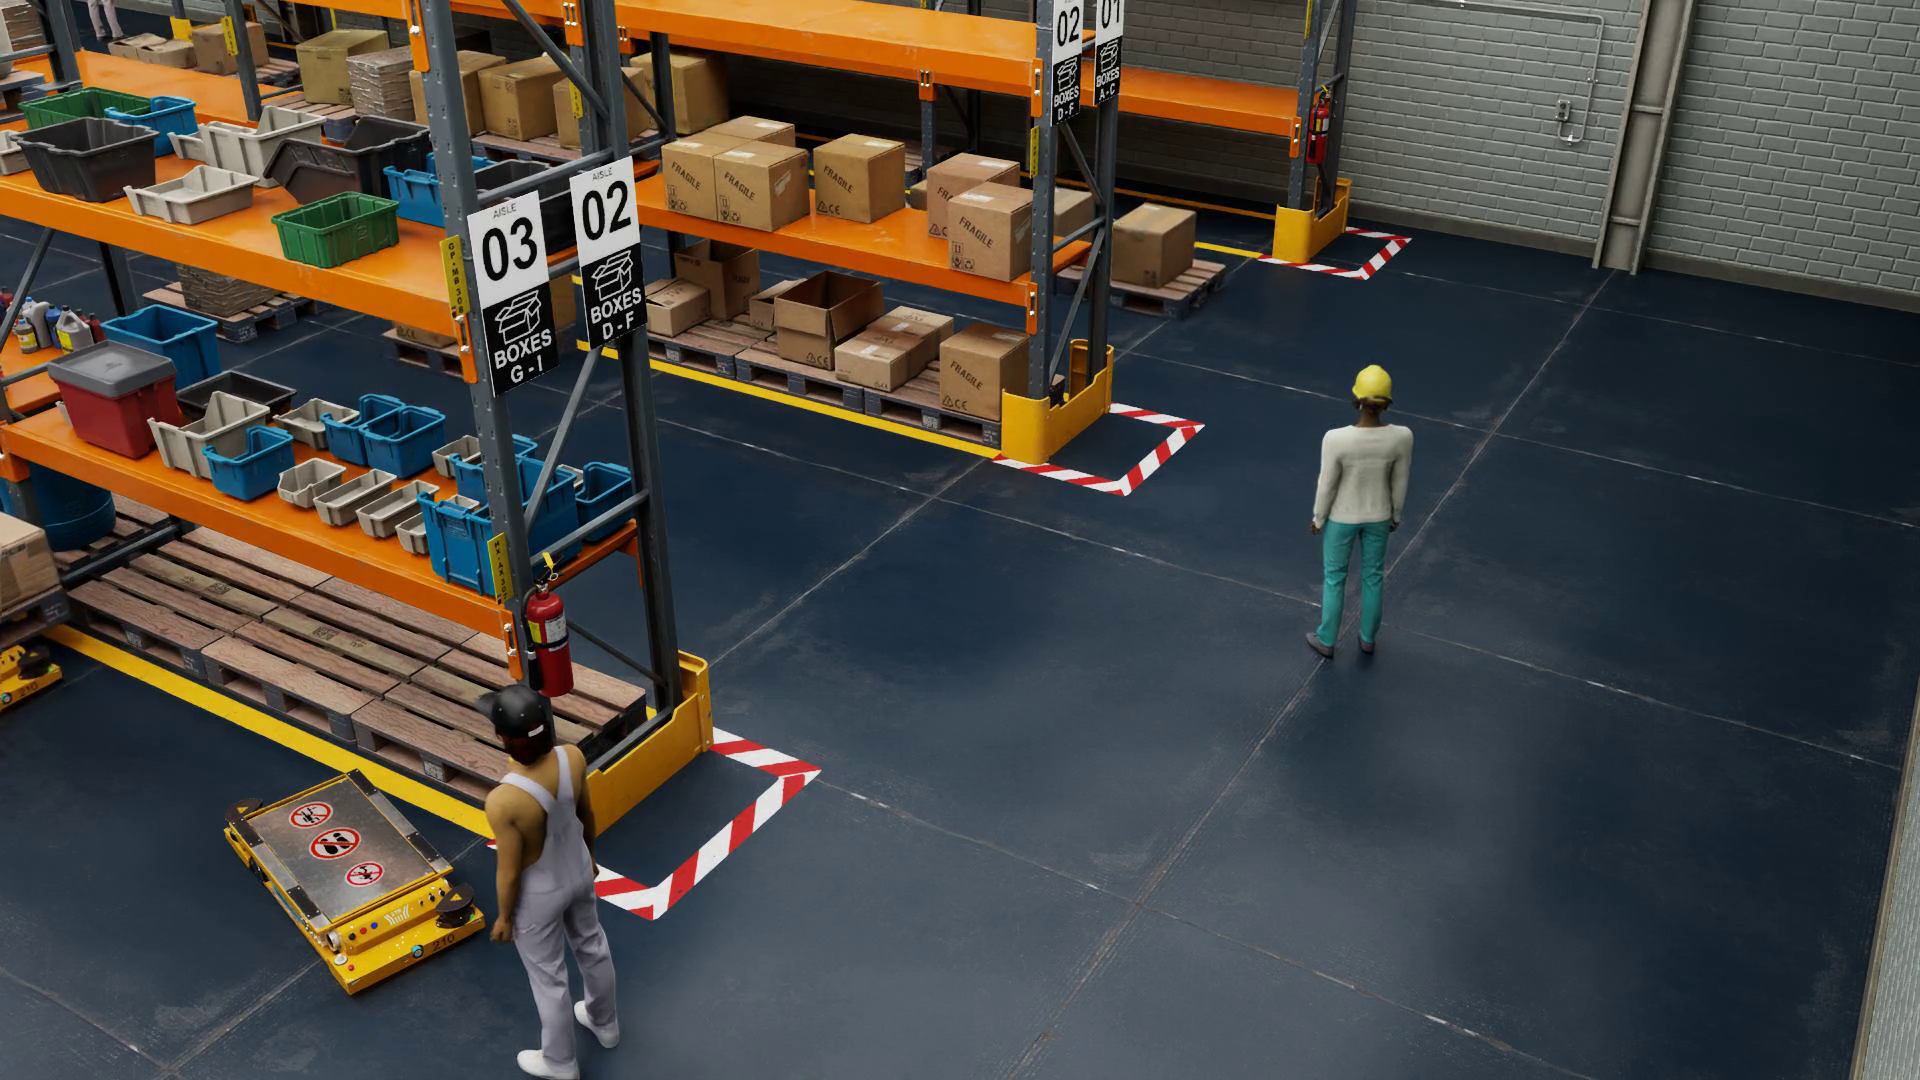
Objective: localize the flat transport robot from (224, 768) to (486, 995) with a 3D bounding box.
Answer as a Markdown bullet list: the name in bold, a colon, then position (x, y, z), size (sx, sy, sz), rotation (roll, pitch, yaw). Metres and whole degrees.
- **flat transport robot**: position (-2.885, 1.553, 7.847), size (0.659, 0.231, 1.431), rotation (-24, 37, -36)

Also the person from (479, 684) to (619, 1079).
- **person**: position (-1.641, 1.350, 6.575), size (0.372, 1.863, 0.506), rotation (18, 34, 29)

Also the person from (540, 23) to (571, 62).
- **person**: position (-4.132, -4.464, 17.174), size (0.316, 1.695, 0.539), rotation (-24, 37, -36)

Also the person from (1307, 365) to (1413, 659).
- **person**: position (2.231, -0.148, 9.360), size (0.531, 1.767, 0.325), rotation (-4, 29, -7)

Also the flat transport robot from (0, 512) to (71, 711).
- **flat transport robot**: position (-5.844, 0.669, 9.434), size (1.431, 0.231, 0.659), rotation (16, 33, 27)

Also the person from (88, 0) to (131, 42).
- **person**: position (-12.067, -7.890, 23.171), size (0.562, 1.846, 0.391), rotation (4, 29, 8)
